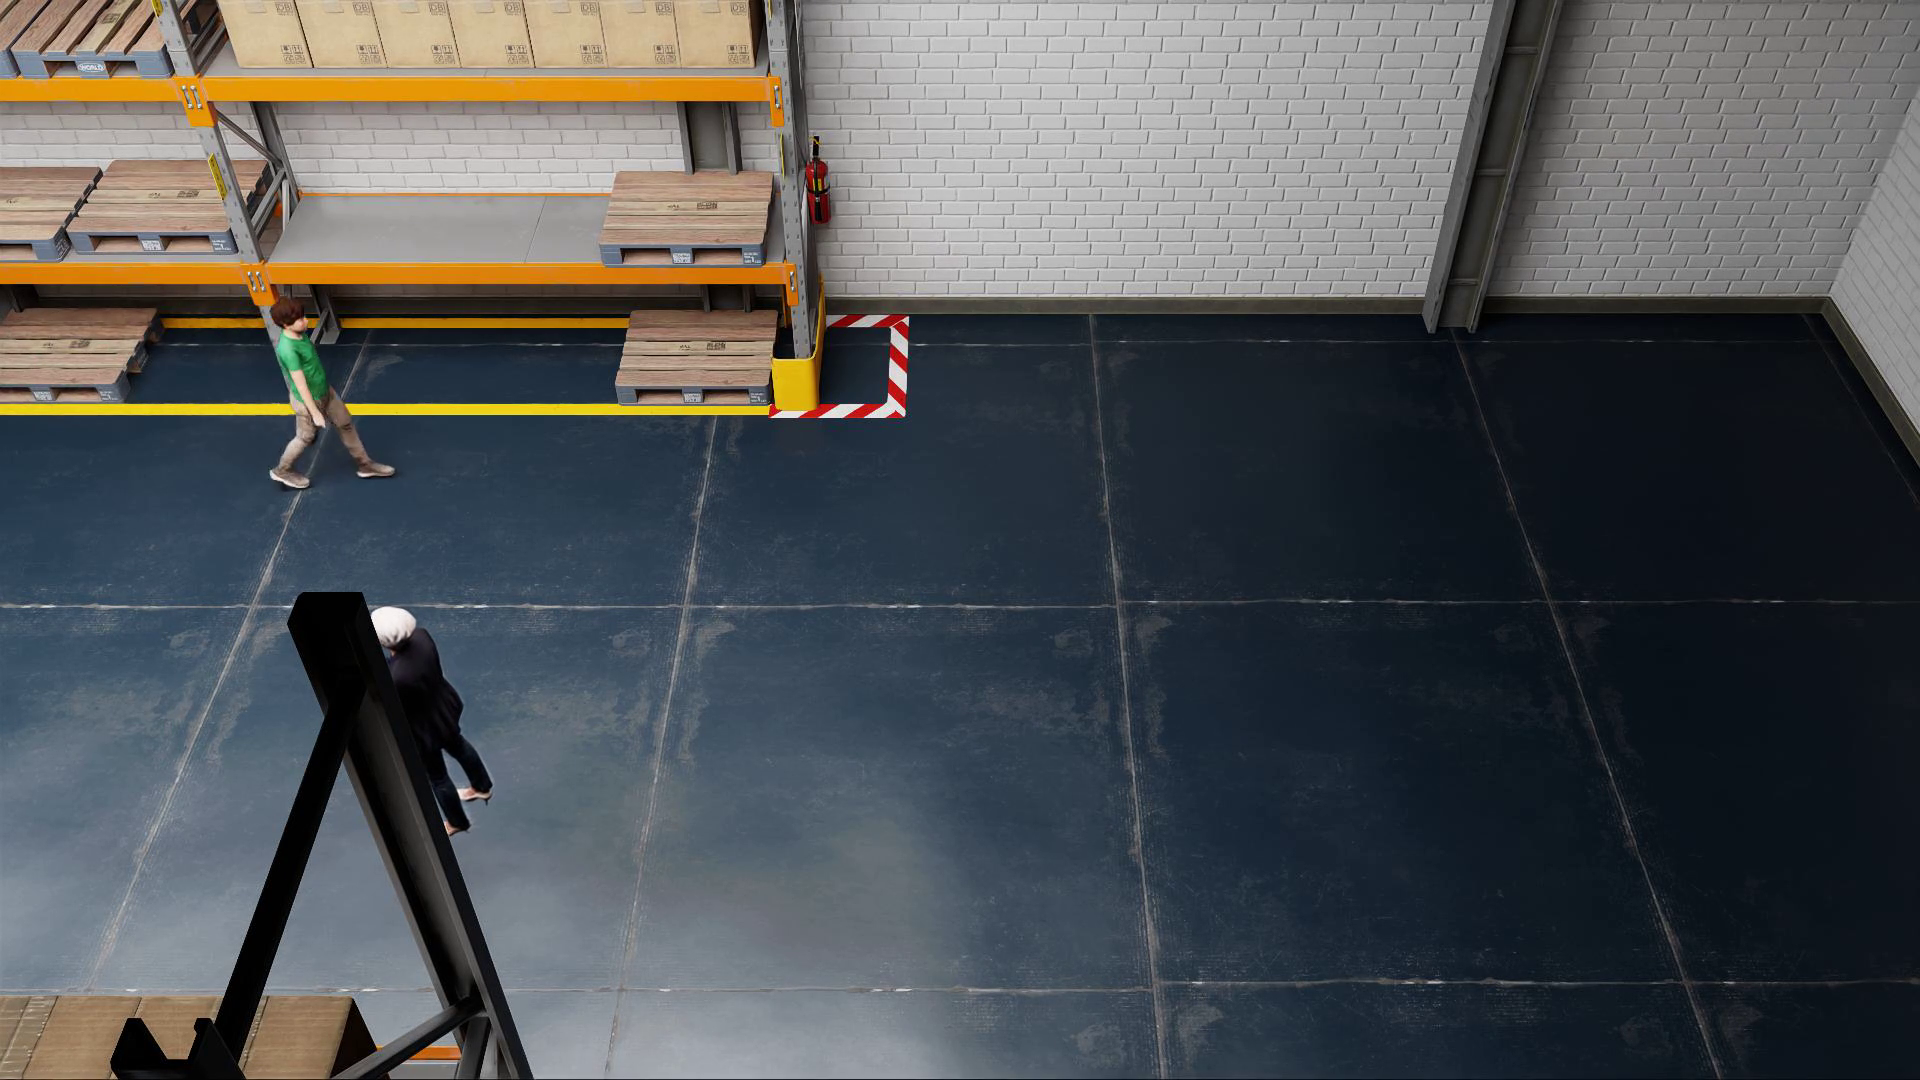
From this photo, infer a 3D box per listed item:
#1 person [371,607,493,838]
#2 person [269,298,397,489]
[{"bbox_3d":[-2.848,0.946,8.956,0.665,1.779,0.767,9,44,9],"label":"person"},{"bbox_3d":[-4.726,-1.011,11.883,1.122,1.624,0.665,-3,44,-3],"label":"person"}]
